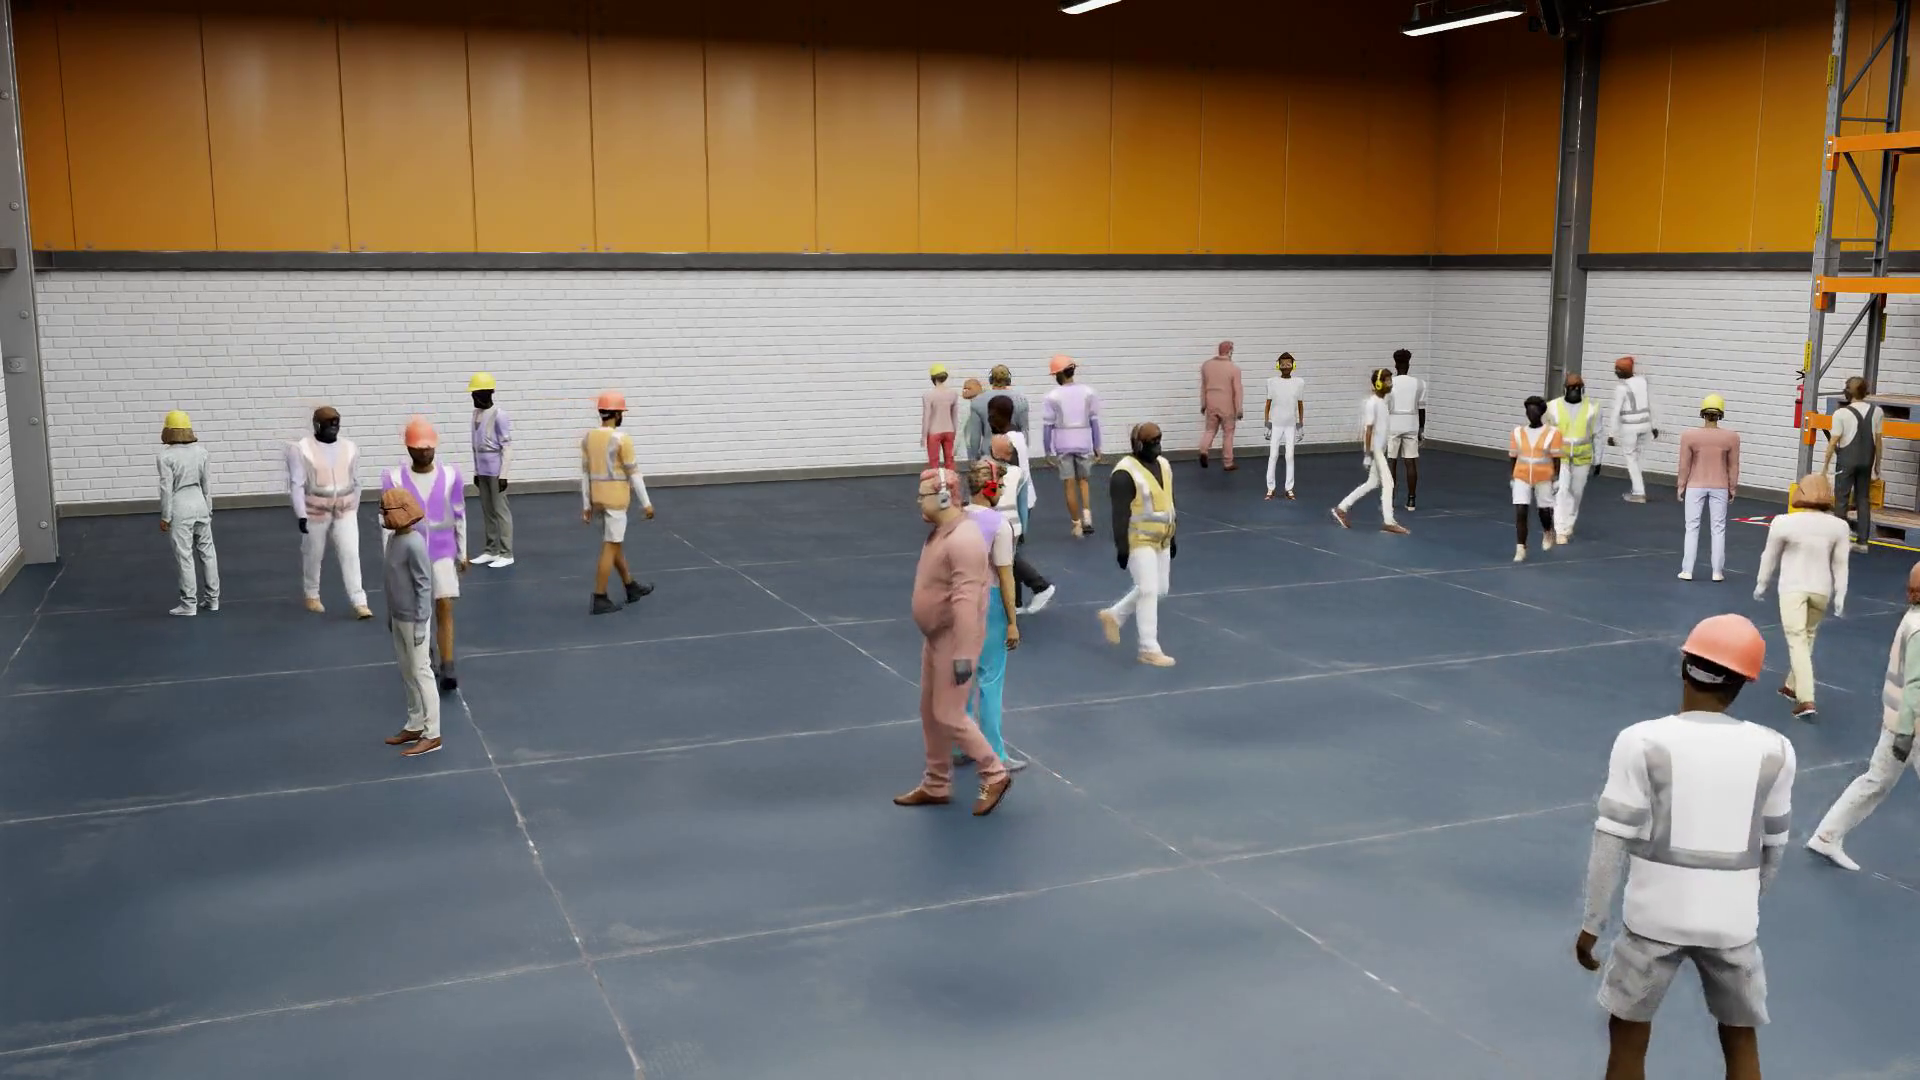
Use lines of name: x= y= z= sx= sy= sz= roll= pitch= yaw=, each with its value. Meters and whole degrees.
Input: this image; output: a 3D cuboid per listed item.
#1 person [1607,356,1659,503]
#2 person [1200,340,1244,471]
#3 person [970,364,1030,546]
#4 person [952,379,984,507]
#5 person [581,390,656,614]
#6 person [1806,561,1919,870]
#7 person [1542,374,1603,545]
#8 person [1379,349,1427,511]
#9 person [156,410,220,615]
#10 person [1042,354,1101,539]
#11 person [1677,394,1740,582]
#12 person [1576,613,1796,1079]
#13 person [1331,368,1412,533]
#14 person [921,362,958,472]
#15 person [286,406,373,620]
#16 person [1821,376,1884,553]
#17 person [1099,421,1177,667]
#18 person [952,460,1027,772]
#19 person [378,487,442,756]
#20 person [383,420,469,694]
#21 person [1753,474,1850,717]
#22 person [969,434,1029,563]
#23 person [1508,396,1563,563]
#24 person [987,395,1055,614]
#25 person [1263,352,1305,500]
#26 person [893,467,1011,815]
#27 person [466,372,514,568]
person: x=8.399 y=-1.380 z=20.822 sx=0.668 sy=1.834 sz=0.511 roll=-6 pitch=11 yaw=-31
person: x=3.776 y=-1.931 z=23.981 sx=0.703 sy=1.895 sz=0.550 roll=7 pitch=12 yaw=38
person: x=0.415 y=-0.876 z=17.458 sx=0.629 sy=1.940 sz=0.372 roll=0 pitch=9 yaw=0
person: x=0.084 y=-1.129 z=19.975 sx=0.765 sy=1.601 sz=0.520 roll=7 pitch=12 yaw=36
person: x=-2.898 y=-0.338 z=14.326 sx=0.555 sy=1.903 sz=0.837 roll=8 pitch=12 yaw=39
person: x=4.540 y=0.864 z=7.946 sx=0.844 sy=1.599 sz=0.528 roll=5 pitch=11 yaw=27
person: x=6.596 y=-0.894 z=17.973 sx=0.633 sy=1.812 sz=0.901 roll=2 pitch=10 yaw=14
person: x=5.327 y=-1.328 z=20.120 sx=0.609 sy=1.961 sz=0.367 roll=0 pitch=9 yaw=-2
person: x=-6.589 y=-0.230 z=14.136 sx=0.315 sy=1.743 sz=0.487 roll=5 pitch=11 yaw=28
person: x=1.198 y=-1.009 z=18.035 sx=0.652 sy=2.010 sz=0.453 roll=-2 pitch=10 yaw=-10
person: x=7.004 y=-0.482 z=15.594 sx=0.532 sy=1.768 sz=0.311 roll=3 pitch=10 yaw=16
person: x=2.226 y=1.174 z=5.203 sx=0.784 sy=1.898 sz=0.414 roll=1 pitch=9 yaw=7
person: x=4.605 y=-1.003 z=18.539 sx=0.864 sy=1.841 sz=0.527 roll=5 pitch=10 yaw=26
person: x=-0.260 y=-1.323 z=20.697 sx=0.531 sy=1.766 sz=0.328 roll=-6 pitch=11 yaw=-34
person: x=-5.324 y=-0.228 z=14.009 sx=0.627 sy=1.796 sz=0.976 roll=-7 pitch=12 yaw=-38
person: x=9.175 y=-0.765 z=17.104 sx=0.550 sy=1.837 sz=0.401 roll=0 pitch=9 yaw=0
person: x=1.347 y=0.008 z=12.462 sx=0.693 sy=1.820 sz=0.639 roll=7 pitch=12 yaw=37
person: x=0.113 y=0.451 z=9.723 sx=0.389 sy=1.837 sz=0.563 roll=-8 pitch=13 yaw=-41
person: x=-3.359 y=0.489 z=10.110 sx=0.267 sy=1.632 sz=0.507 roll=-7 pitch=12 yaw=-38
person: x=-3.716 y=0.114 z=11.601 sx=0.567 sy=1.882 sz=1.002 roll=-4 pitch=10 yaw=-20
person: x=5.619 y=0.358 z=11.042 sx=0.504 sy=1.589 sz=0.844 roll=1 pitch=9 yaw=3
person: x=0.337 y=-0.044 z=13.413 sx=0.523 sy=1.621 sz=0.584 roll=-4 pitch=10 yaw=-23
person: x=5.770 y=-0.619 z=16.677 sx=0.542 sy=1.678 sz=0.555 roll=6 pitch=11 yaw=32
person: x=0.481 y=-0.276 z=13.956 sx=0.512 sy=1.897 sz=0.627 roll=1 pitch=9 yaw=6
person: x=4.105 y=-1.440 z=21.089 sx=0.507 sy=1.872 sz=0.329 roll=1 pitch=9 yaw=6
person: x=-0.059 y=0.549 z=8.976 sx=0.556 sy=1.891 sz=0.693 roll=-3 pitch=10 yaw=-15
person: x=-4.627 y=-0.688 z=16.356 sx=0.388 sy=1.926 sz=0.590 roll=-9 pitch=13 yaw=-44
